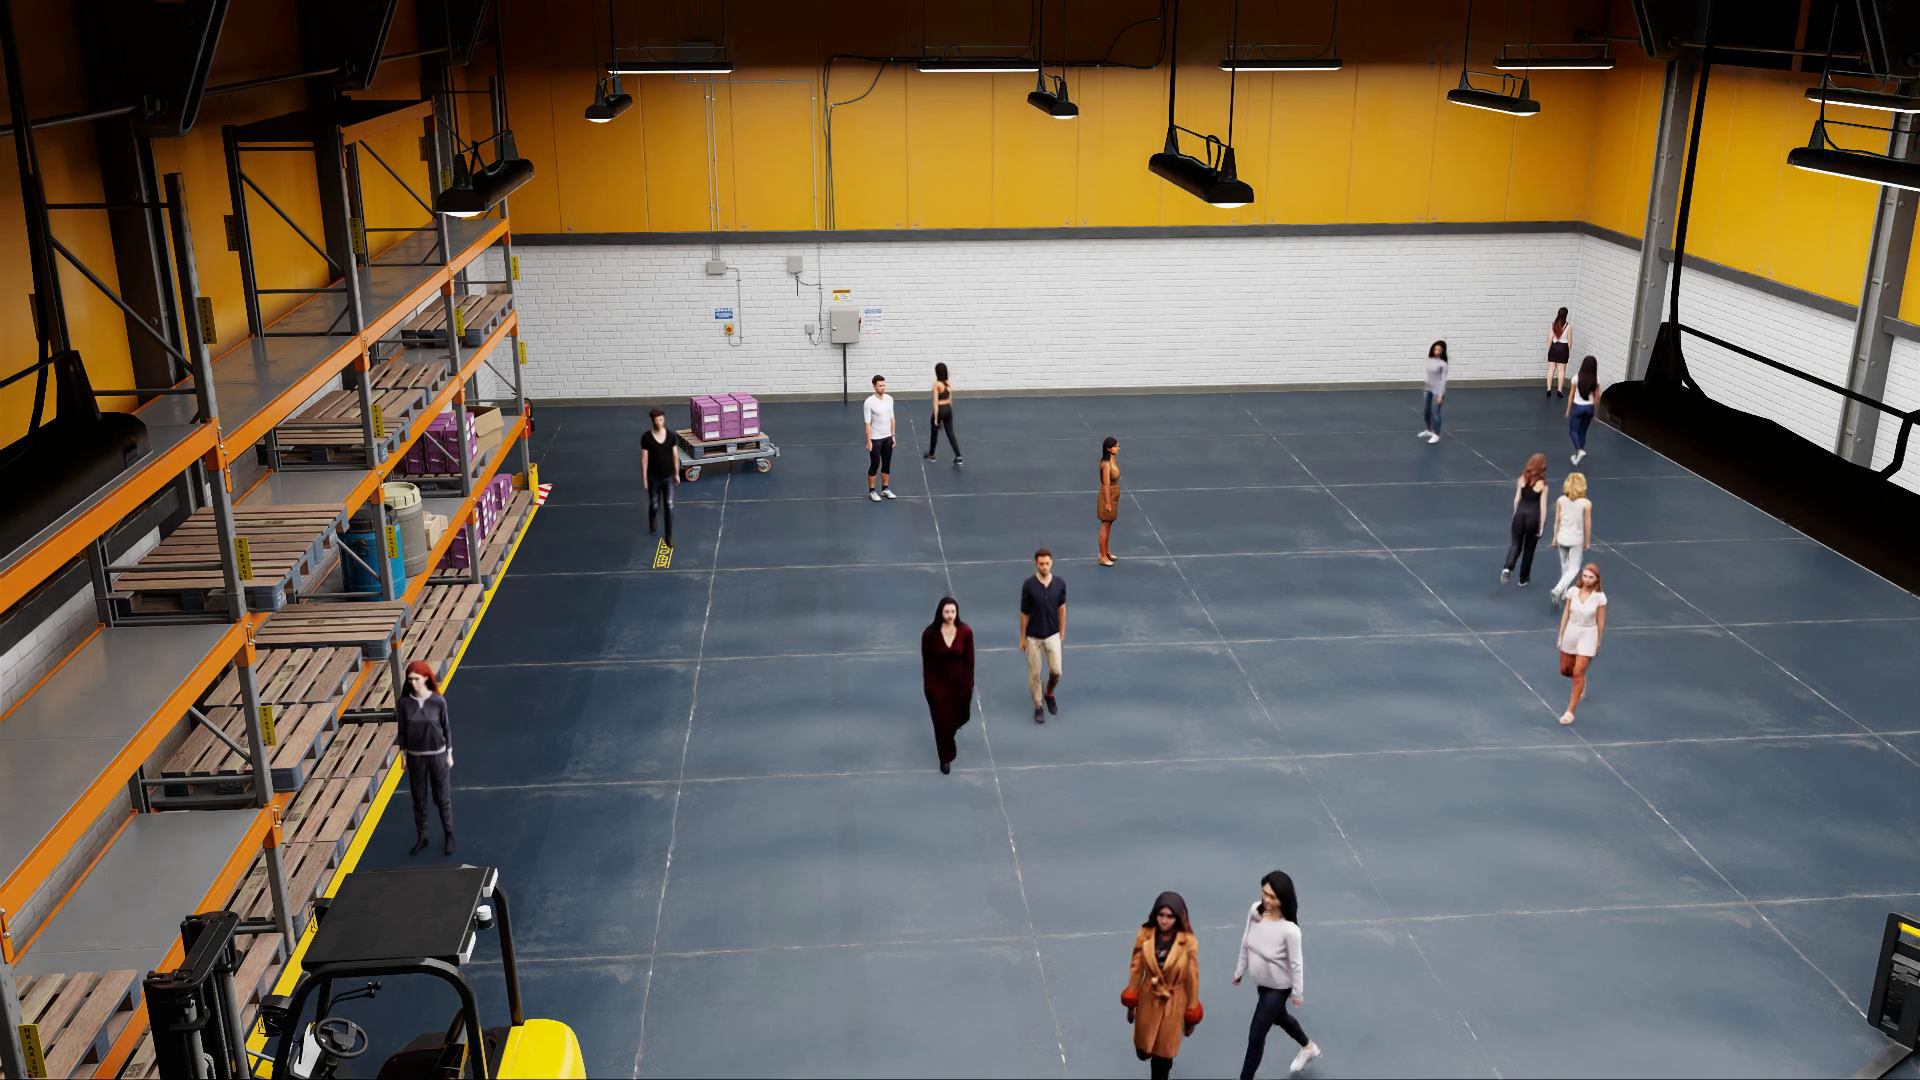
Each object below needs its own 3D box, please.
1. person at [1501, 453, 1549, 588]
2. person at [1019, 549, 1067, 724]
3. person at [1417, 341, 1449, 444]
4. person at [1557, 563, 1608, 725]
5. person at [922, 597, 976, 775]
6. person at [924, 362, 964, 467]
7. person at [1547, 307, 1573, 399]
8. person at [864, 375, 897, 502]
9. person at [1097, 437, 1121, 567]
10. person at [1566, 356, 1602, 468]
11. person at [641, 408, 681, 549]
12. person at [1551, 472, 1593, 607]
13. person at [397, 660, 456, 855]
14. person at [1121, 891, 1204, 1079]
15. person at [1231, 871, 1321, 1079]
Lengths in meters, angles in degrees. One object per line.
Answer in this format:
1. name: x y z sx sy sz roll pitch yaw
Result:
1. person: 6.973 -0.216 20.562 0.939 1.734 0.995 16 24 39
2. person: 0.824 0.947 16.940 0.632 1.842 0.622 -2 19 -6
3. person: 7.780 -2.419 27.151 0.861 1.705 0.728 -5 19 -13
4. person: 6.362 1.011 17.002 0.941 1.682 1.005 14 23 36
5. person: -0.131 1.343 15.925 0.661 1.739 0.919 -2 19 -6
6. person: -0.209 -1.909 25.794 0.968 1.604 1.146 -14 23 -36
7. person: 10.858 -3.407 30.174 0.643 1.648 0.665 9 21 25
8. person: -1.166 -1.500 24.198 0.742 1.848 0.759 -14 23 -36
9. person: 1.920 -0.516 21.521 0.686 1.690 0.564 6 19 17
10. person: 9.627 -1.955 25.688 0.709 1.759 0.995 2 19 5
11. person: -4.023 -0.869 22.283 0.868 1.873 1.171 -7 20 -19
12. person: 7.329 0.010 20.024 0.991 1.650 0.983 -18 25 -42
13. person: -4.585 1.864 14.315 0.584 1.779 0.473 -1 19 -4
14. person: 1.341 3.052 10.911 0.955 1.702 1.082 7 20 21
15. person: 2.177 2.970 11.226 1.014 1.655 1.163 -10 21 -28
